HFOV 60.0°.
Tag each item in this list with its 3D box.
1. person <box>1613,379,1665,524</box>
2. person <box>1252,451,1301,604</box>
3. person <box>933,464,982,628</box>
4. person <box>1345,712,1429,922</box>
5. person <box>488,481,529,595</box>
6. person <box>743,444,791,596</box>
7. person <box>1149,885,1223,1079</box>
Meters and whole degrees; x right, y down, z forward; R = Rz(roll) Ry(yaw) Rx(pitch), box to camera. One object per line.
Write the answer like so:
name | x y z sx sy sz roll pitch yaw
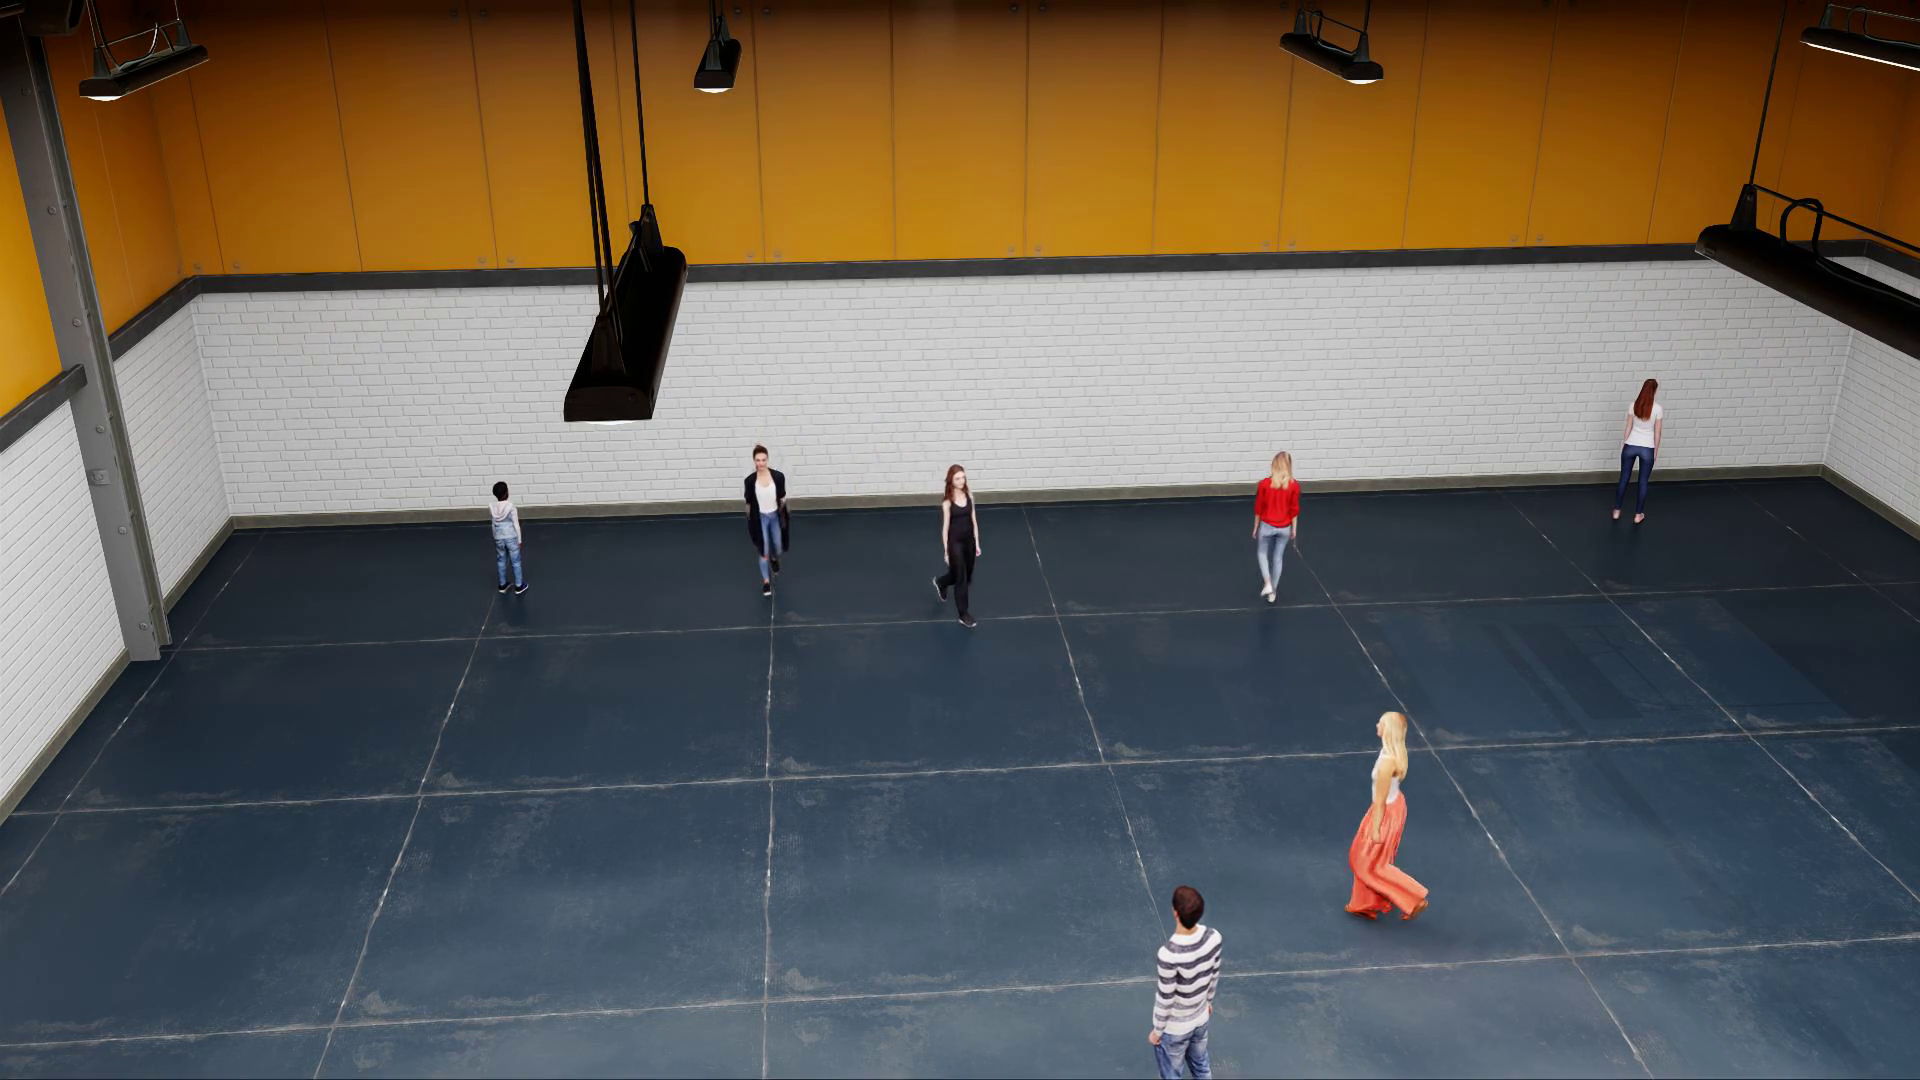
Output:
person | 8.034 -1.061 19.673 0.638 1.734 0.676 14 27 28
person | 3.322 -0.095 17.514 0.686 1.695 0.681 2 24 4
person | -0.054 0.013 17.219 0.937 1.732 1.059 -19 30 -37
person | 3.253 2.102 12.371 0.920 1.787 0.908 12 26 25
person | -4.895 -0.033 17.915 0.520 1.258 0.541 4 24 10
person | -2.083 -0.249 17.894 0.686 1.672 0.806 -5 24 -10
person | 1.388 2.960 10.328 0.722 1.852 0.710 -16 28 -32
